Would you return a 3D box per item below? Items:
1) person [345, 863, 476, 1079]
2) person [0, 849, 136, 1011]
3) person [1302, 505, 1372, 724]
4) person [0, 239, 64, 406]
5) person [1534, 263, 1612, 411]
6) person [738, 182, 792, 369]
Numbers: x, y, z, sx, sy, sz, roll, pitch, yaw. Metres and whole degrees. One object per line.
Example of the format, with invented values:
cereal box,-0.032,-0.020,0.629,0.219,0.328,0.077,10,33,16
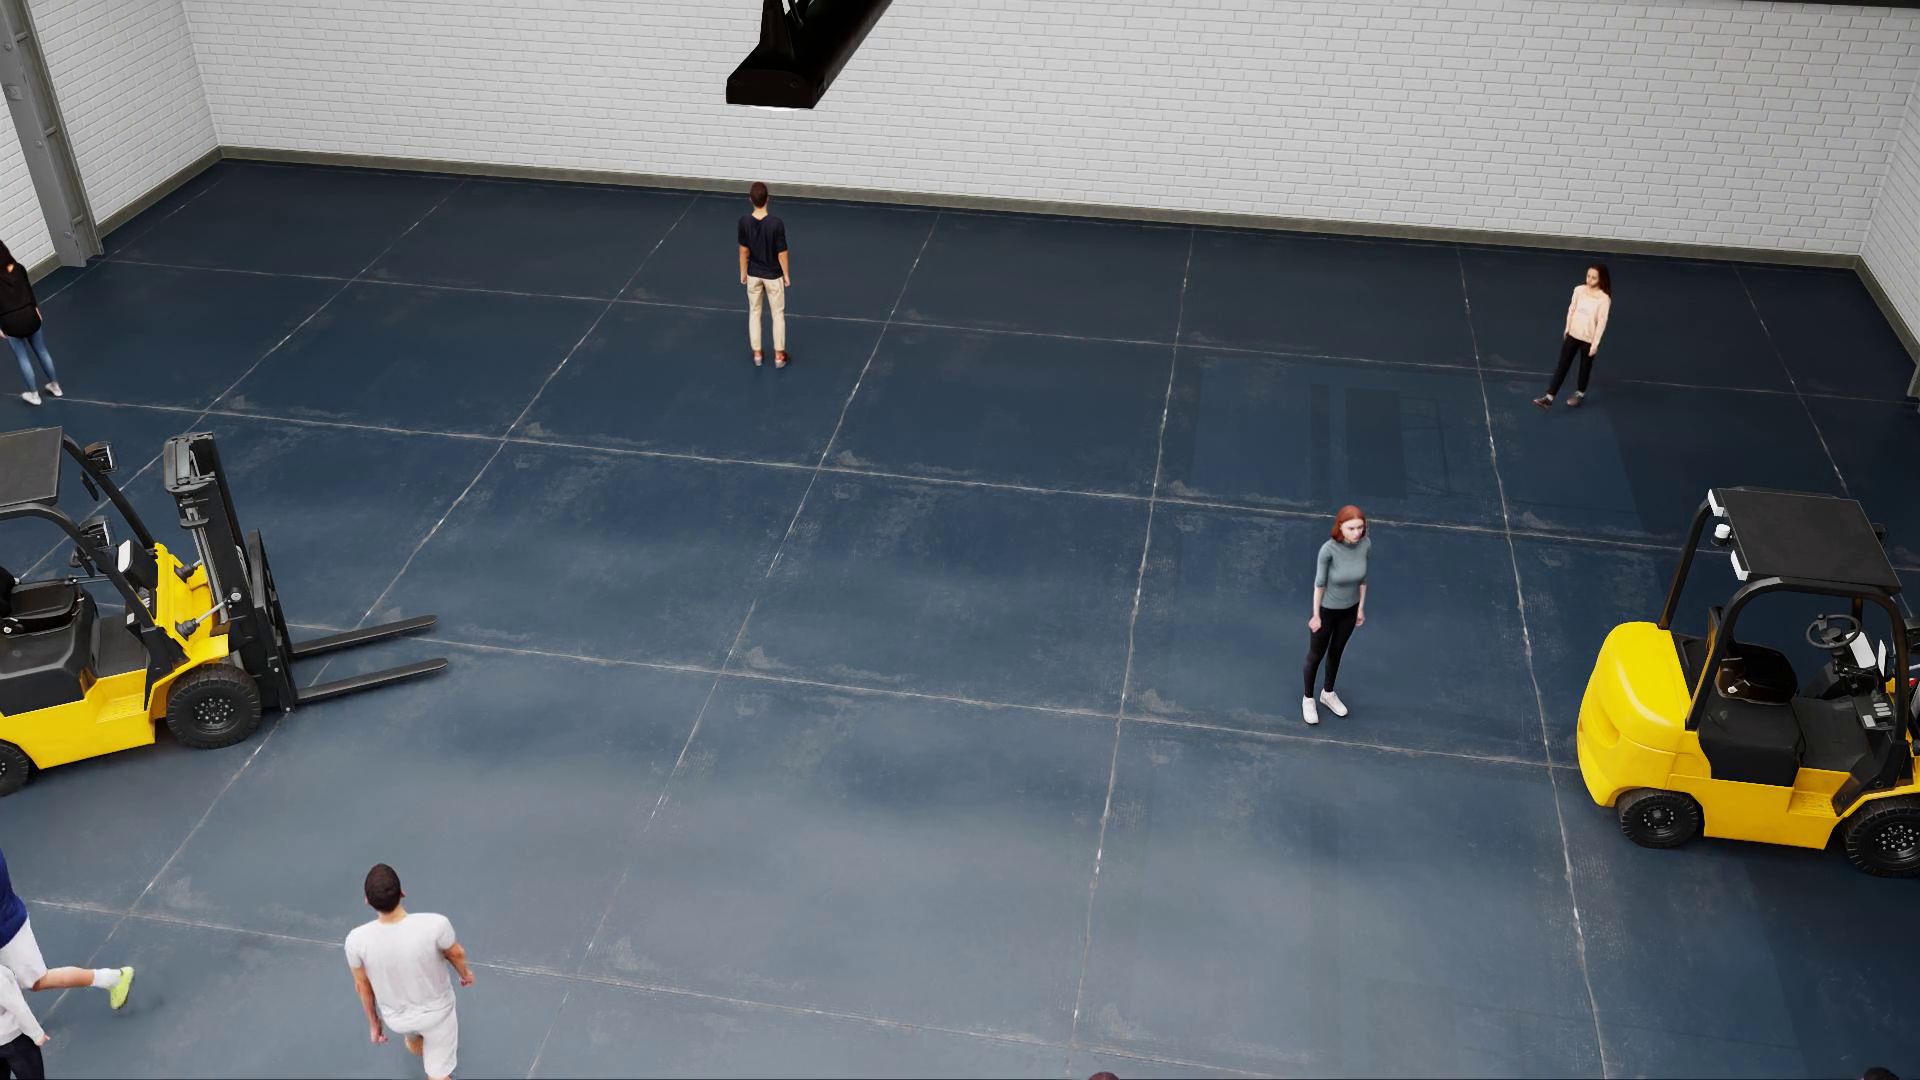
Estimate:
person,-2.800,2.488,8.570,0.905,1.812,1.221,-4,34,-5
person,-5.207,2.090,9.167,1.144,1.814,1.072,-22,39,-29
person,2.625,0.500,11.622,0.663,1.743,0.685,-11,35,-16
person,-8.812,-2.068,15.575,0.691,1.645,0.588,21,39,29
person,5.848,-1.899,15.490,0.969,1.457,0.892,-24,40,-31
person,-1.893,-2.559,16.129,0.645,1.849,0.560,4,34,6
